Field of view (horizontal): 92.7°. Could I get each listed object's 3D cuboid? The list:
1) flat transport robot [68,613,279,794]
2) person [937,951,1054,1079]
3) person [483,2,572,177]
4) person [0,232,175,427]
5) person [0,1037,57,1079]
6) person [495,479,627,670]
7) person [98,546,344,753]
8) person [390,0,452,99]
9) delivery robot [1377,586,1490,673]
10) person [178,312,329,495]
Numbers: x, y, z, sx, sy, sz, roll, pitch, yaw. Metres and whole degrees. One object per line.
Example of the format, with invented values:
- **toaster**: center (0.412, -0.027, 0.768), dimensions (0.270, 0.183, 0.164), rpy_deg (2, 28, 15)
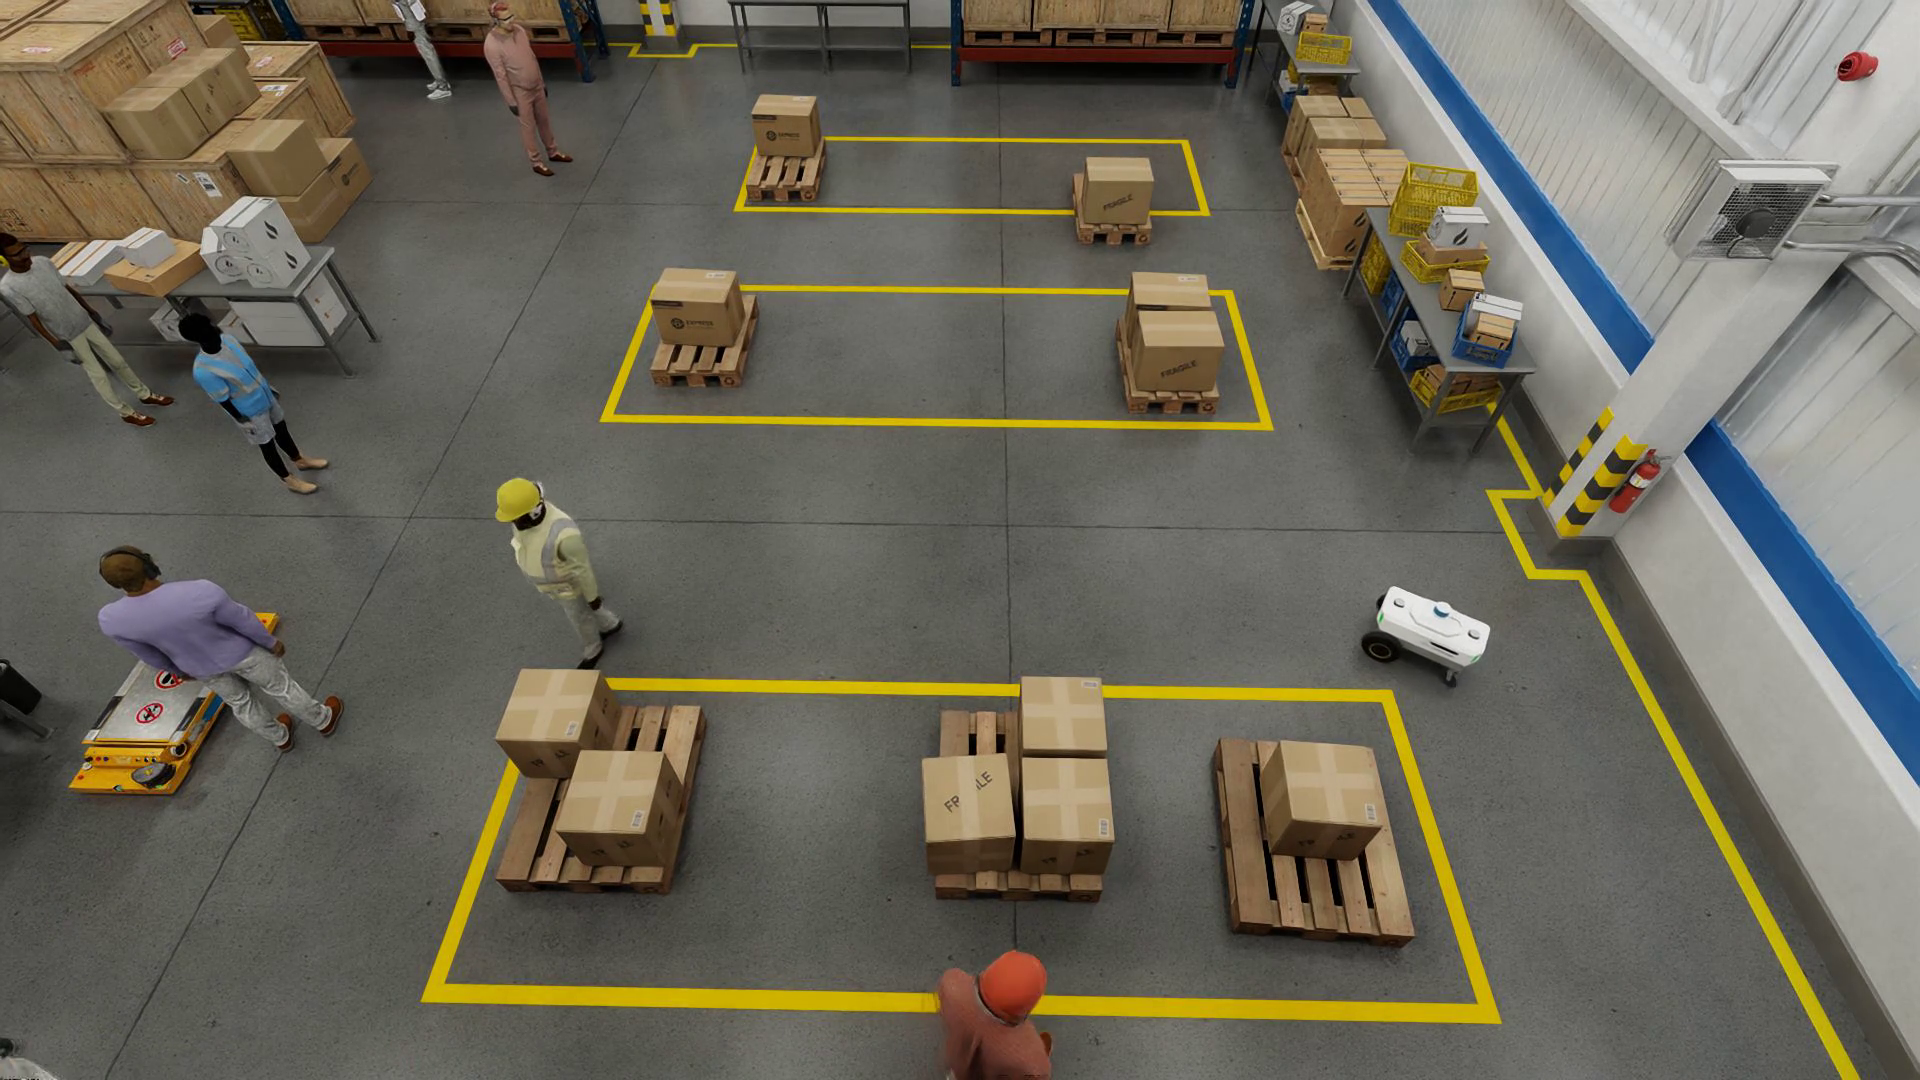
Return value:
- **flat transport robot**: center (-5.504, 1.072, 6.442), dimensions (0.652, 0.197, 1.431), rpy_deg (1, 50, 1)
- **person**: center (0.159, 2.388, 4.247), dimensions (0.640, 1.973, 0.708), rpy_deg (31, 56, 24)
- **person**: center (-5.086, -5.263, 10.745), dimensions (0.401, 1.900, 0.639), rpy_deg (18, 52, 14)
- **person**: center (-7.531, -1.776, 7.820), dimensions (0.316, 1.861, 0.516), rpy_deg (3, 50, 3)
- **person**: center (-4.659, 2.603, 4.262), dimensions (0.613, 1.620, 0.528), rpy_deg (16, 52, 13)
- **person**: center (-2.669, 0.235, 6.143), dimensions (0.608, 1.821, 0.506), rpy_deg (30, 56, 23)
- **person**: center (-4.561, 0.709, 5.667), dimensions (0.629, 1.936, 0.373), rpy_deg (-19, 52, -15)
- **person**: center (-7.242, -6.882, 12.101), dimensions (0.391, 1.919, 0.591), rpy_deg (-16, 52, -13)
- **delivery robot**: center (3.379, 0.625, 6.577), dimensions (0.707, 0.478, 0.477), rpy_deg (25, 54, 20)
- **person**: center (-5.659, -1.091, 7.344), dimensions (0.317, 1.695, 0.540), rpy_deg (-4, 50, -3)
